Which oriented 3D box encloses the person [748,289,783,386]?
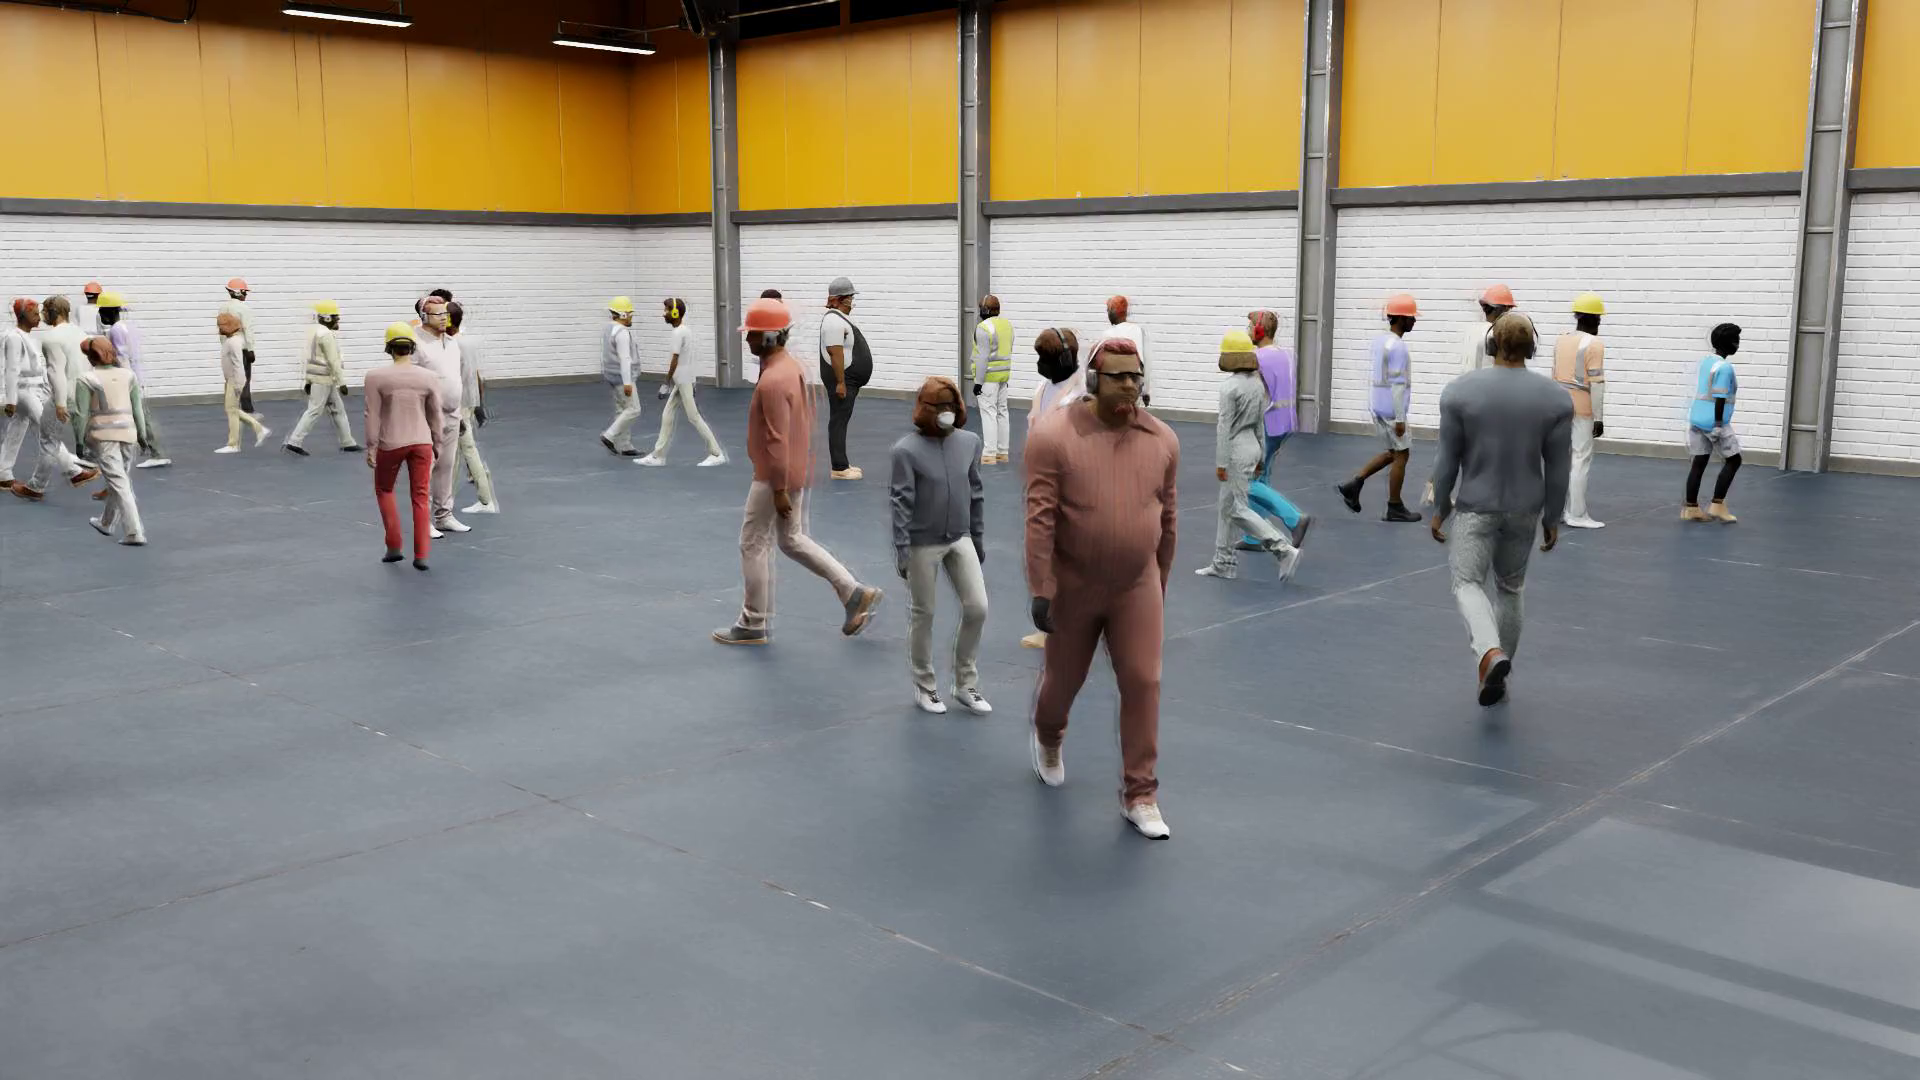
[{"bbox_3d":[-1.944,-1.574,16.842,0.376,1.917,0.594,0,9,1],"label":"person"}]

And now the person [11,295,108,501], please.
[{"bbox_3d":[-8.142,-1.280,15.148,1.035,1.881,0.658,1,9,4],"label":"person"}]

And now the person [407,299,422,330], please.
[{"bbox_3d":[-7.664,-2.605,23.832,0.541,1.695,0.316,2,10,14],"label":"person"}]

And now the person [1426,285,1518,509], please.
[{"bbox_3d":[4.648,-1.242,14.640,1.102,1.987,0.623,1,9,5],"label":"person"}]

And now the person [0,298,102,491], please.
[{"bbox_3d":[-8.799,-1.382,15.911,1.007,1.831,0.601,-4,10,-22],"label":"person"}]

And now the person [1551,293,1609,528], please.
[{"bbox_3d":[5.102,-1.061,13.671,0.384,1.923,0.593,-3,10,-16],"label":"person"}]

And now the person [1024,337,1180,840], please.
[{"bbox_3d":[0.539,0.140,6.482,0.639,1.870,0.922,-2,9,-11],"label":"person"}]

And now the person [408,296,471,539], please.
[{"bbox_3d":[-4.145,-0.976,13.211,0.399,1.907,0.644,4,10,21],"label":"person"}]

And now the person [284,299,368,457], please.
[{"bbox_3d":[-7.246,-1.825,18.819,0.936,1.786,0.614,-5,11,-29],"label":"person"}]

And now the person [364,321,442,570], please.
[{"bbox_3d":[-3.953,-0.668,11.796,0.559,1.746,0.569,-6,11,-33],"label":"person"}]

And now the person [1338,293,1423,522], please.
[{"bbox_3d":[3.560,-1.096,13.902,0.607,1.917,0.558,0,9,-1],"label":"person"}]

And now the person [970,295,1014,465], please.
[{"bbox_3d":[0.332,-1.740,18.100,0.429,1.839,0.634,6,11,33],"label":"person"}]

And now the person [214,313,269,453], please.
[{"bbox_3d":[-8.342,-1.813,19.192,0.529,1.616,0.524,-6,11,-31],"label":"person"}]

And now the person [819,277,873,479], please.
[{"bbox_3d":[-1.151,-1.642,16.881,0.537,2.000,0.683,0,9,-2],"label":"person"}]

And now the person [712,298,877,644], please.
[{"bbox_3d":[-0.947,-0.376,9.342,0.844,1.965,0.615,1,9,9],"label":"person"}]

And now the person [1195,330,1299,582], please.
[{"bbox_3d":[1.954,-0.551,11.212,0.740,1.720,0.486,7,11,35],"label":"person"}]

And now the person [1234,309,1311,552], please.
[{"bbox_3d":[2.289,-0.781,12.261,0.647,1.830,0.572,6,11,32],"label":"person"}]

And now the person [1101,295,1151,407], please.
[{"bbox_3d":[1.604,-1.453,16.254,0.410,1.863,0.574,9,13,44],"label":"person"}]

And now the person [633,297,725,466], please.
[{"bbox_3d":[-2.993,-1.679,17.800,0.977,1.823,0.510,-2,9,-9],"label":"person"}]

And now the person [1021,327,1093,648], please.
[{"bbox_3d":[0.678,-0.291,9.323,0.651,1.811,0.645,-4,10,-23],"label":"person"}]

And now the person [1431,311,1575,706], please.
[{"bbox_3d":[2.599,-0.129,7.964,0.633,1.923,0.707,1,9,5],"label":"person"}]

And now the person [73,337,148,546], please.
[{"bbox_3d":[-6.607,-0.763,12.834,0.852,1.590,0.520,5,10,26],"label":"person"}]

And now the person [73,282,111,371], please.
[{"bbox_3d":[-12.583,-2.784,24.227,0.538,1.929,0.382,0,9,0],"label":"person"}]

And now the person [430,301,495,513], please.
[{"bbox_3d":[-4.442,-1.137,14.417,0.887,1.830,0.549,1,9,9],"label":"person"}]

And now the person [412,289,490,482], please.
[{"bbox_3d":[-5.035,-1.498,16.371,1.030,1.907,0.602,9,13,44],"label":"person"}]

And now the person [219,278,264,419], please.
[{"bbox_3d":[-10.157,-2.688,23.443,0.614,1.990,0.392,5,11,29],"label":"person"}]

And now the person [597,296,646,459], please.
[{"bbox_3d":[-3.771,-1.791,18.459,0.475,1.819,0.615,-5,10,-26],"label":"person"}]

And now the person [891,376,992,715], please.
[{"bbox_3d":[-0.066,0.044,7.820,0.539,1.614,0.538,-5,11,-29],"label":"person"}]

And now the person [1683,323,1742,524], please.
[{"bbox_3d":[6.318,-0.963,13.845,0.512,1.675,0.536,0,9,0],"label":"person"}]

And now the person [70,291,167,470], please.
[{"bbox_3d":[-8.923,-1.670,17.521,0.988,1.875,0.613,-3,10,-17],"label":"person"}]
